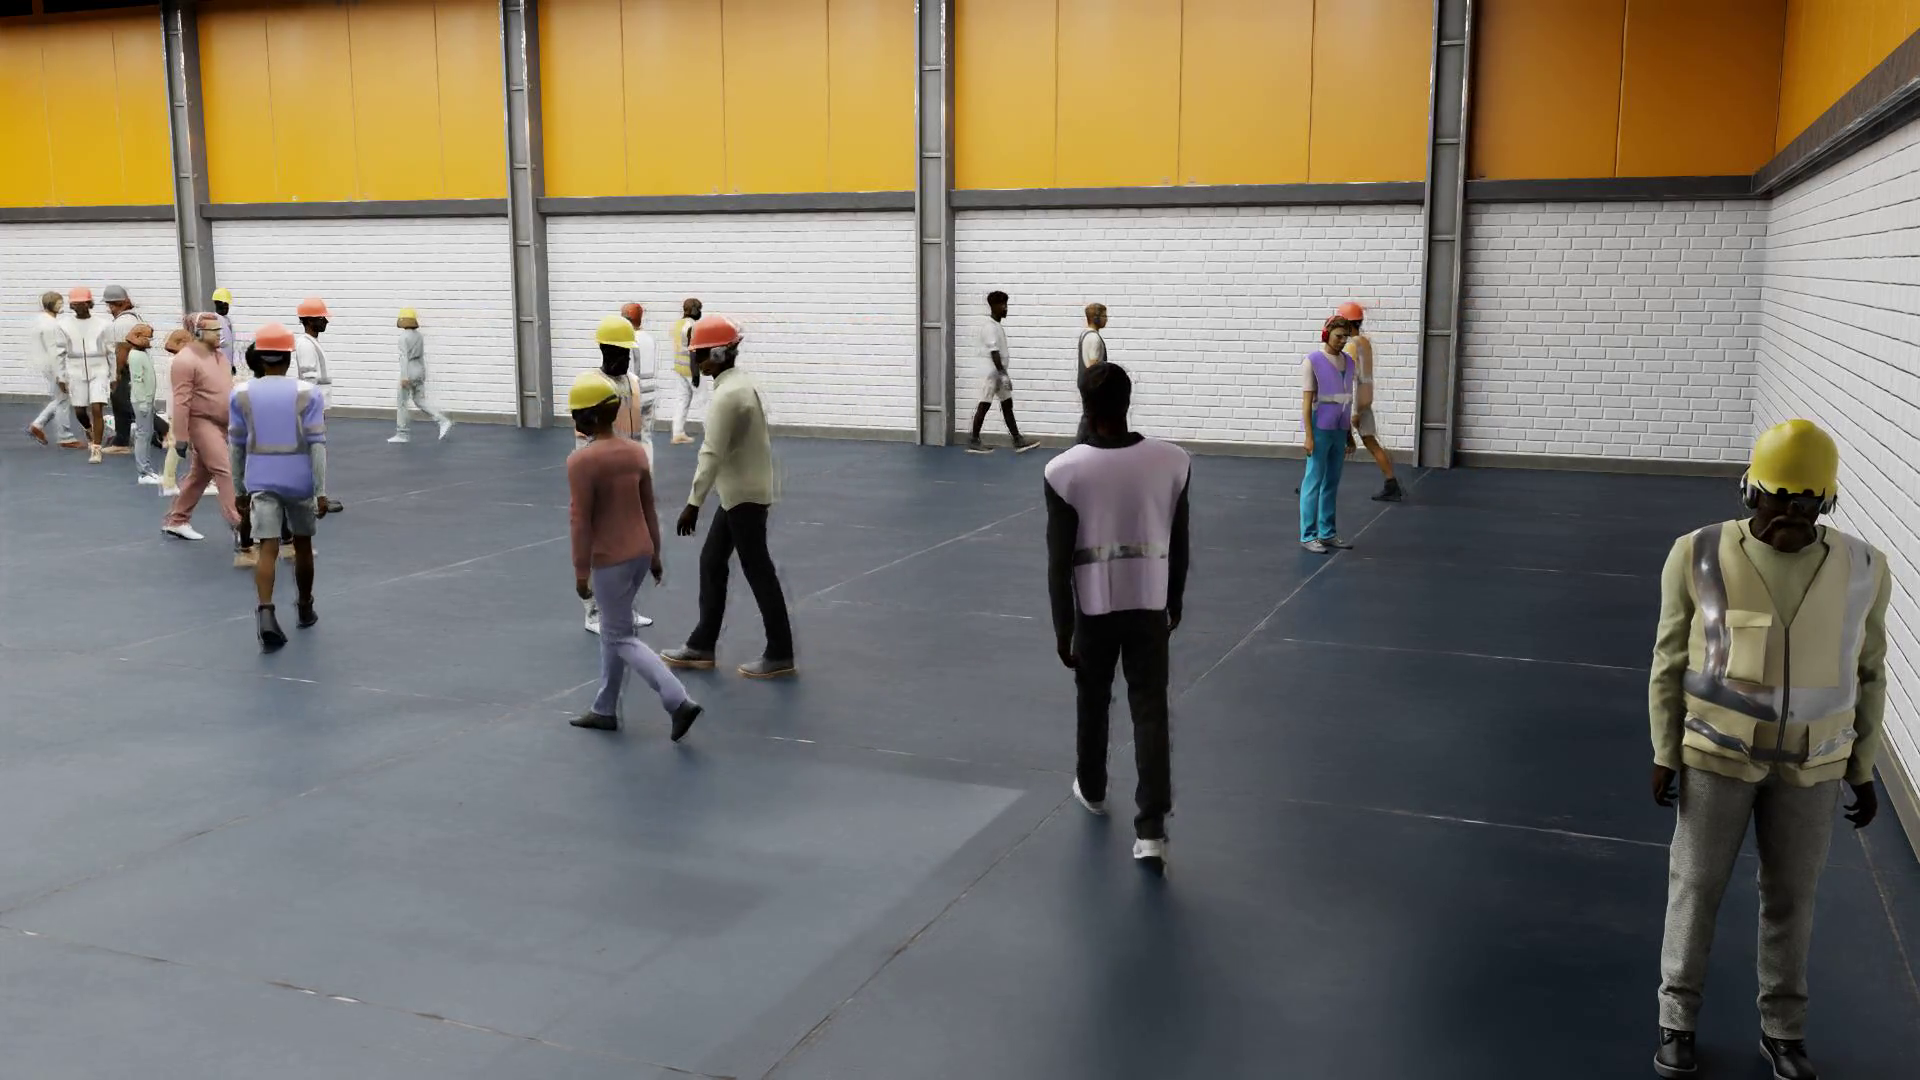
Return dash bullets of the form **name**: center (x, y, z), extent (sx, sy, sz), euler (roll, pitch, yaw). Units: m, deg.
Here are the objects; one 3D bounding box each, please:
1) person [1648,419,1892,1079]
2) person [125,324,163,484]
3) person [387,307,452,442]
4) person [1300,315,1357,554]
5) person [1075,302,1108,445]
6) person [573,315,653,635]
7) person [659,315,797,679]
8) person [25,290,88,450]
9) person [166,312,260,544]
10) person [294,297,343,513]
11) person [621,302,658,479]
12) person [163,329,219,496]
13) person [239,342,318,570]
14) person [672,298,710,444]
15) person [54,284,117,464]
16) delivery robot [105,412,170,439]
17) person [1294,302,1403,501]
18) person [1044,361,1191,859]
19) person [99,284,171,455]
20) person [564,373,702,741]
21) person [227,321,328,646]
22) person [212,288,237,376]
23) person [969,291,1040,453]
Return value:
- **person**: center (2.170, 0.580, 4.490), extent (0.588, 1.823, 0.403), euler (2, 10, 14)
- **person**: center (-8.326, -1.390, 17.001), extent (0.289, 1.632, 0.497), euler (-3, 10, -17)
- **person**: center (-6.837, -2.075, 20.921), extent (0.737, 1.711, 0.497), euler (2, 10, 13)
- **person**: center (2.859, -0.826, 12.963), extent (0.563, 1.837, 0.389), euler (-8, 12, -39)
- **person**: center (1.434, -1.599, 17.659), extent (0.392, 1.850, 0.507), euler (-2, 9, -9)
- **person**: center (-2.081, -0.392, 10.066), extent (0.385, 1.922, 0.594), euler (4, 10, 24)
- **person**: center (-1.292, -0.220, 8.926), extent (0.884, 1.946, 0.651), euler (0, 9, -2)
- **person**: center (-10.865, -2.021, 19.926), extent (0.563, 1.927, 0.650), euler (-5, 11, -30)
- **person**: center (-6.008, -0.892, 13.314), extent (0.985, 1.862, 0.661), euler (1, 9, 5)
- **person**: center (-5.808, -1.217, 15.025), extent (0.361, 1.939, 0.542), euler (-4, 10, -20)
- **person**: center (-3.103, -1.317, 15.829), extent (0.418, 1.872, 0.621), euler (4, 10, 24)
- **person**: center (-7.383, -1.215, 16.015), extent (0.718, 1.605, 0.525), euler (-4, 10, -23)
- **person**: center (-5.012, -0.623, 12.197), extent (0.682, 1.671, 0.547), euler (-4, 10, -25)
- **person**: center (-3.298, -2.102, 20.778), extent (0.633, 1.830, 0.644), euler (-6, 11, -31)
- **person**: center (-9.891, -1.890, 18.880), extent (0.612, 2.023, 0.768), euler (-3, 10, -20)
- **delivery robot**: center (-9.964, -1.421, 20.163), extent (0.707, 0.478, 0.477), euler (-6, 11, -34)
- **person**: center (3.736, -1.297, 15.700), extent (1.006, 1.891, 0.559), euler (6, 11, 34)
- **person**: center (0.614, 0.249, 6.384), extent (0.597, 1.868, 1.044), euler (-1, 9, -4)
- **person**: center (-9.716, -2.012, 19.533), extent (0.770, 2.000, 0.688), euler (-5, 10, -26)
- **person**: center (-1.524, 0.092, 7.721), extent (0.778, 1.725, 0.539), euler (5, 10, 26)
- **person**: center (-4.041, -0.343, 9.862), extent (0.555, 1.903, 0.962), euler (-2, 10, -13)
- **person**: center (-9.741, -2.360, 22.002), extent (0.383, 1.923, 0.588), euler (0, 9, 0)
- **person**: center (0.492, -1.970, 19.669), extent (0.754, 1.947, 0.635), euler (3, 10, 16)
